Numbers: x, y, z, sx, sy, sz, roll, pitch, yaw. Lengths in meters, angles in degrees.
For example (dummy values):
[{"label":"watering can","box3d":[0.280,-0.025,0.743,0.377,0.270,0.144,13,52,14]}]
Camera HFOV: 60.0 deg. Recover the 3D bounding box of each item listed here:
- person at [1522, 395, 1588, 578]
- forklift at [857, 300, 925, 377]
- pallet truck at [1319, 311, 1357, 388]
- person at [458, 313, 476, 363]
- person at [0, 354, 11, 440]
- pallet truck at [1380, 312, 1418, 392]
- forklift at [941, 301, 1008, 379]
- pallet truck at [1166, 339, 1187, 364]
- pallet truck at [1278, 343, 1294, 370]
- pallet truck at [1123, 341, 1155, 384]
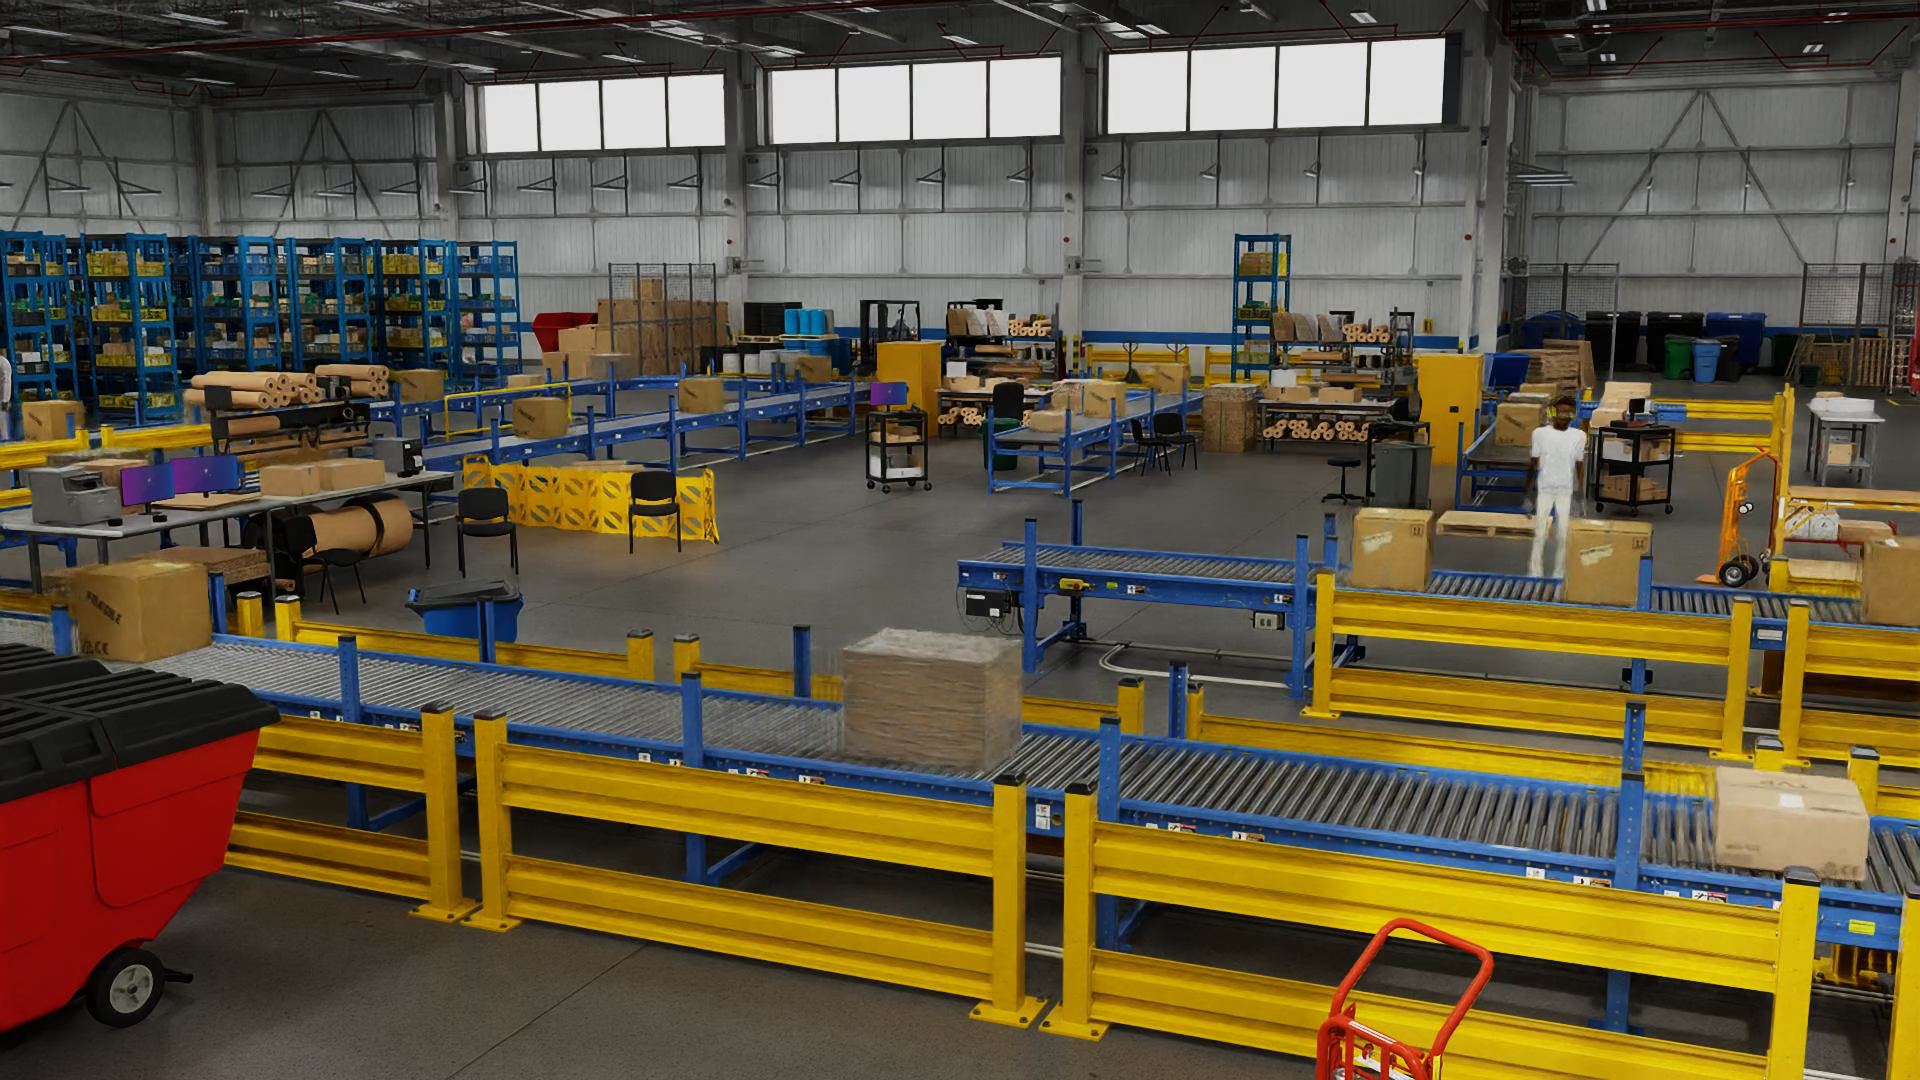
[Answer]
[{"label":"person","box3d":[5.510,-0.415,15.417,0.579,1.849,0.420,2,10,11]},{"label":"forklift","box3d":[-1.732,-5.109,42.468,1.157,1.987,2.680,4,10,22]},{"label":"pallet truck","box3d":[9.071,-4.419,39.190,0.823,1.965,1.885,5,10,26]},{"label":"person","box3d":[-13.285,-5.364,44.976,0.626,1.976,0.619,-9,13,-44]},{"label":"person","box3d":[-15.191,-2.217,26.124,0.642,1.909,0.410,4,10,22]},{"label":"pallet truck","box3d":[10.207,-4.283,38.369,0.823,1.965,1.885,3,10,20]},{"label":"forklift","box3d":[0.365,-4.966,41.571,1.157,1.987,2.680,3,10,20]},{"label":"pallet truck","box3d":[5.418,-4.269,40.420,0.704,1.261,1.522,3,10,20]},{"label":"pallet truck","box3d":[7.886,-4.163,39.743,0.653,1.274,1.630,4,10,22]},{"label":"pallet truck","box3d":[4.445,-4.380,41.279,0.680,1.201,1.601,4,10,22]}]
